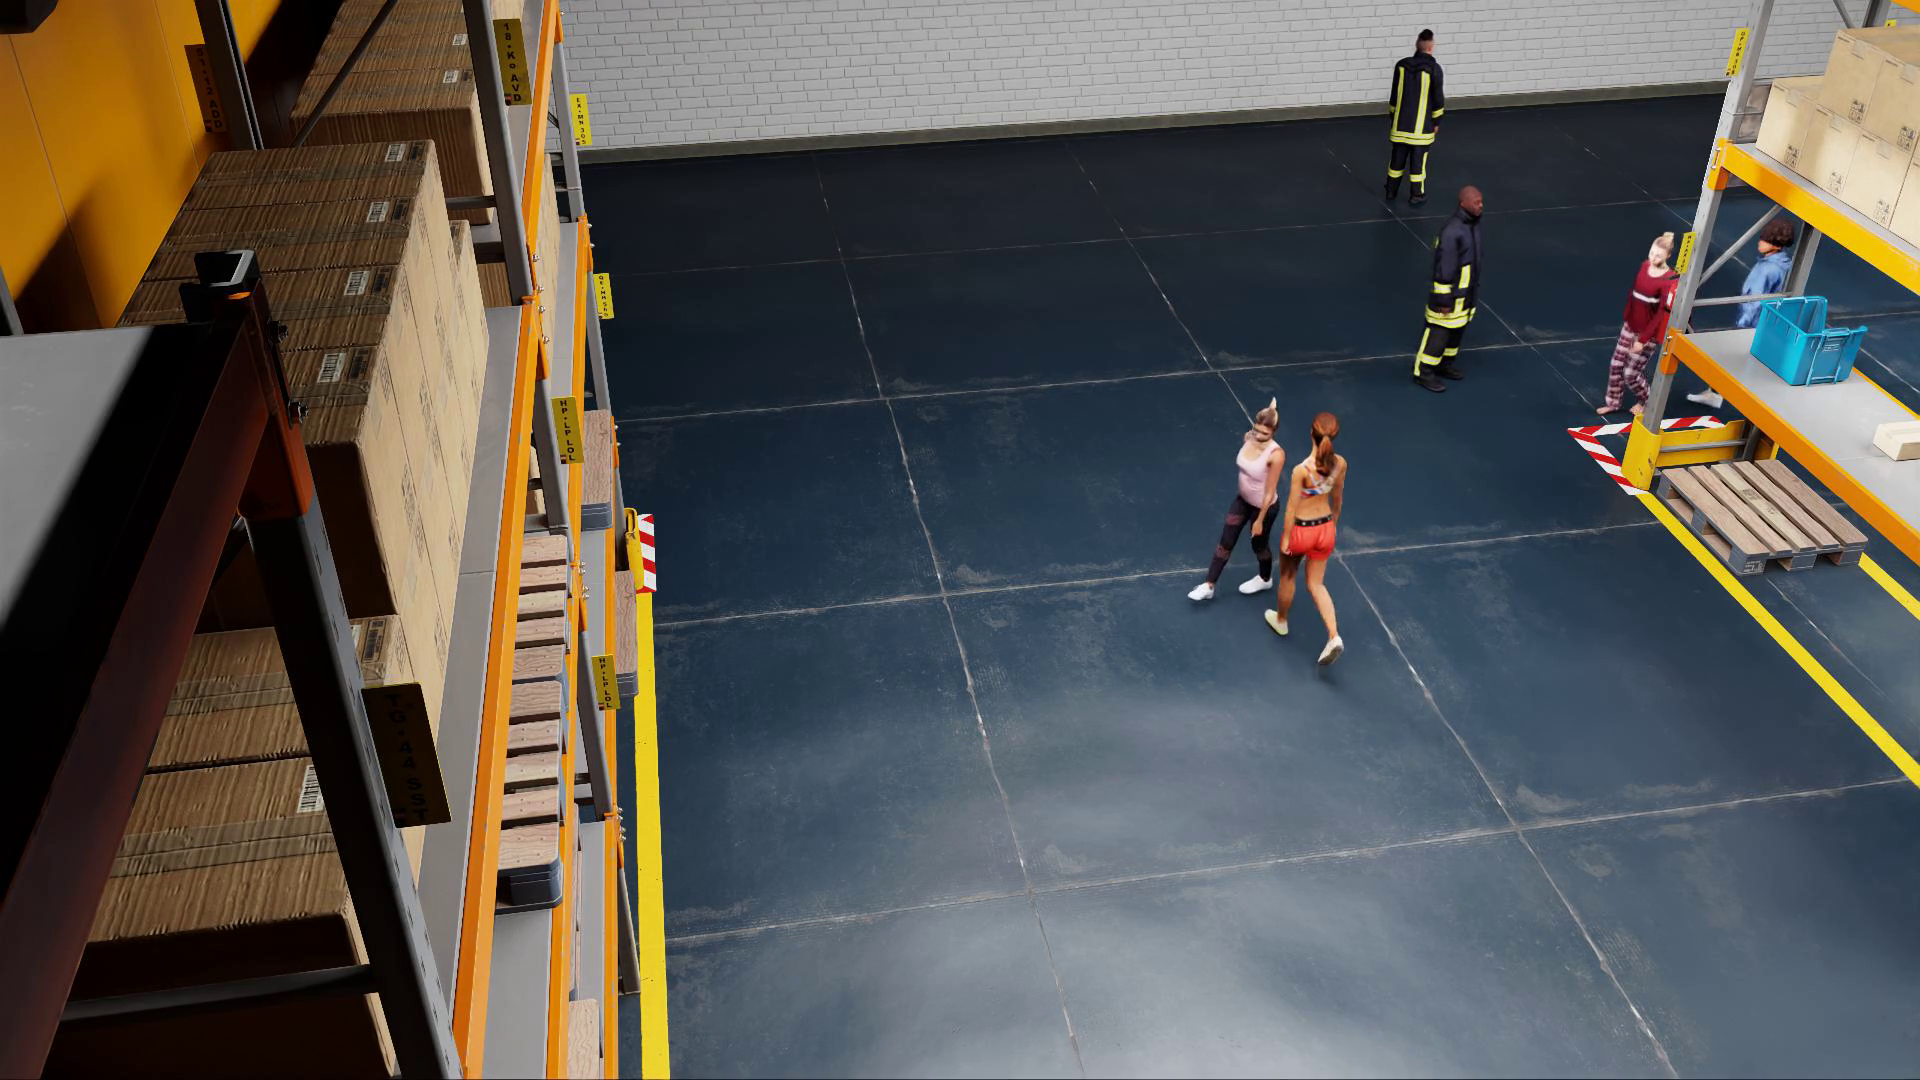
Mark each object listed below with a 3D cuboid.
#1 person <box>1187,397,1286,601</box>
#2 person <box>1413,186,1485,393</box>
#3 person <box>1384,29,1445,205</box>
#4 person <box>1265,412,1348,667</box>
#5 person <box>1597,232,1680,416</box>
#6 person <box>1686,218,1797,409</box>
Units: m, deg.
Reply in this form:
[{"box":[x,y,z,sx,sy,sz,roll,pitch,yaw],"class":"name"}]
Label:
[{"box":[2.127,-0.273,11.590,0.900,1.633,0.983,-16,37,-22],"class":"person"},{"box":[4.229,-2.190,14.304,0.886,1.821,0.854,27,42,34],"class":"person"},{"box":[4.864,-4.540,17.797,0.868,1.868,0.934,23,40,30],"class":"person"},{"box":[2.371,0.026,11.024,0.721,1.760,1.099,-13,36,-19],"class":"person"},{"box":[5.690,-1.736,13.743,0.784,1.686,0.758,-10,35,-14],"class":"person"},{"box":[6.630,-1.773,13.711,1.110,1.783,1.110,16,37,23],"class":"person"}]
